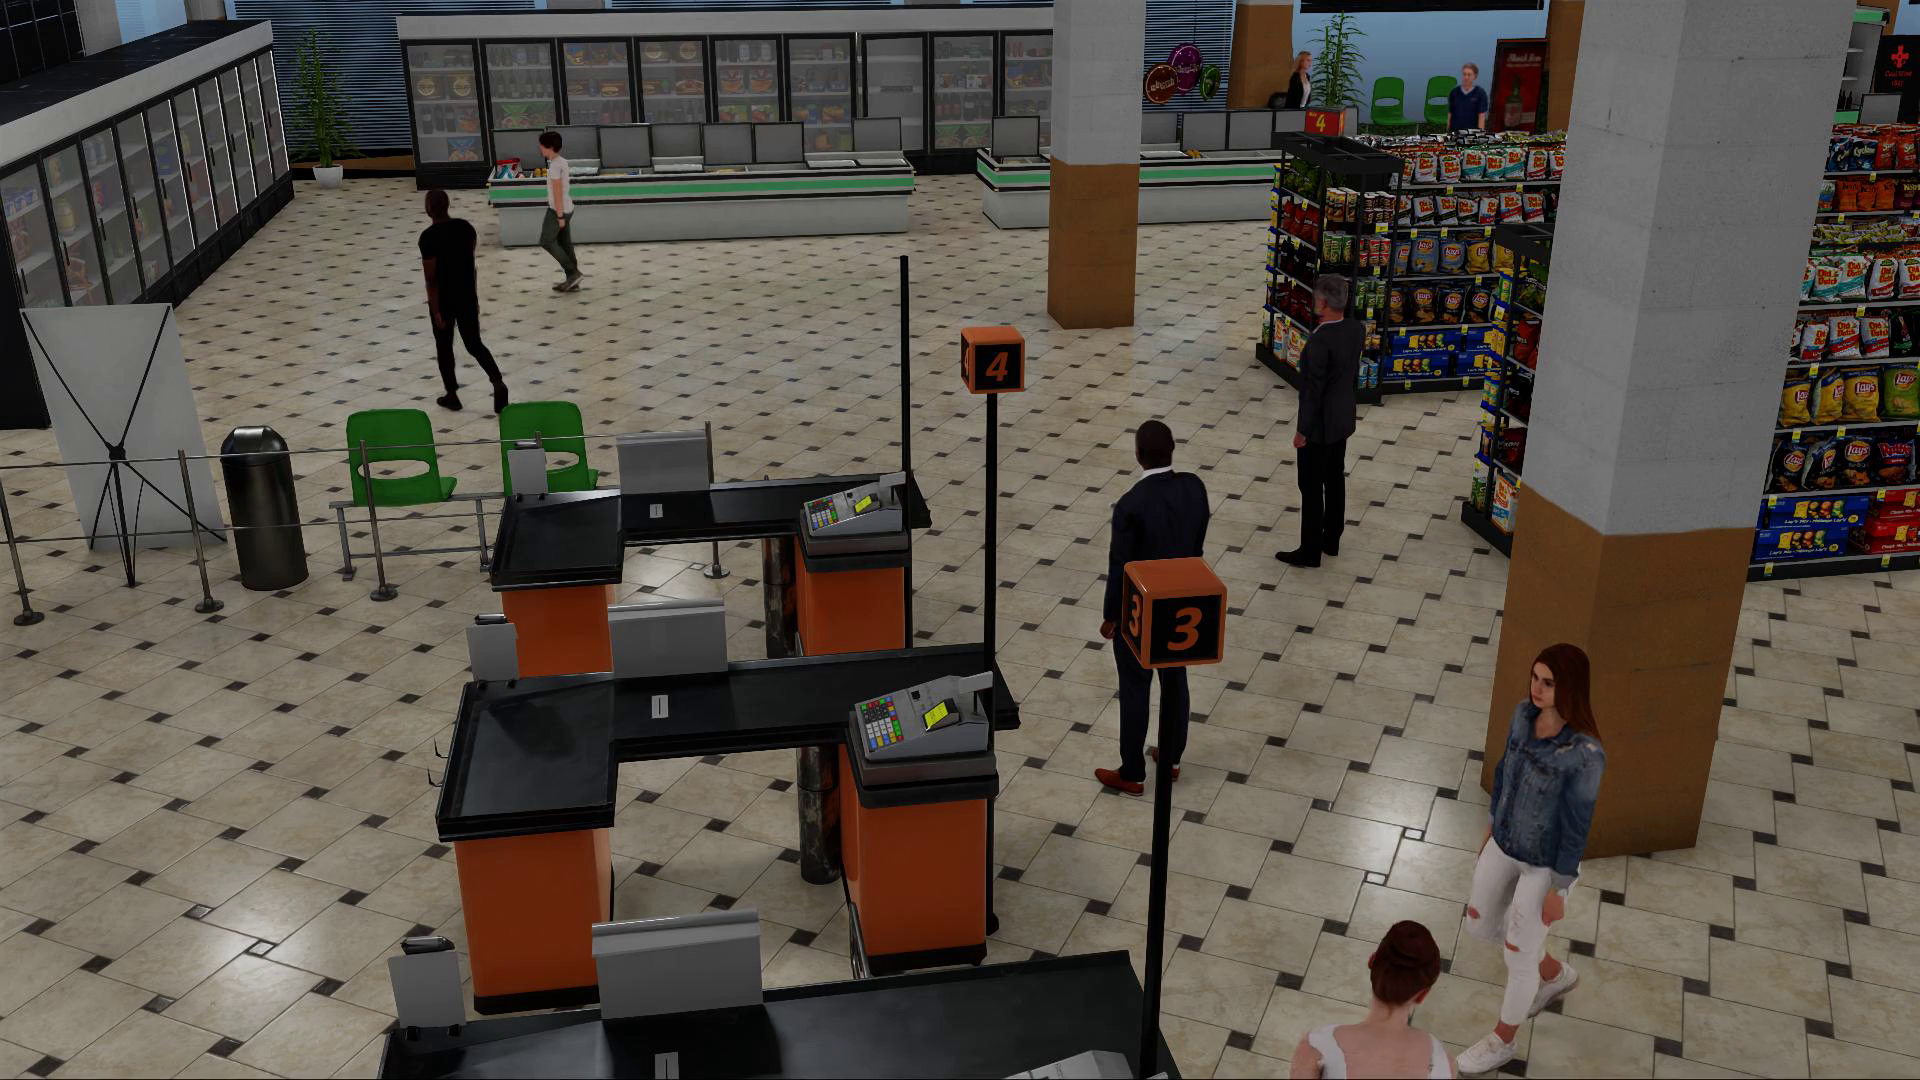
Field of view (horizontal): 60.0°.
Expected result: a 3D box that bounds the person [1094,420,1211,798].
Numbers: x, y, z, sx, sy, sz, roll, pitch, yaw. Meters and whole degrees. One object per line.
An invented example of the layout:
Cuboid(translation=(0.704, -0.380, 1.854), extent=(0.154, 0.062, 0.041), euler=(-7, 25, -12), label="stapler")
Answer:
Cuboid(translation=(0.896, 0.318, 7.694), extent=(0.675, 1.825, 0.830), euler=(-12, 25, -28), label="person")

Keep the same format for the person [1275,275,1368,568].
Cuboid(translation=(2.259, -0.741, 10.316), extent=(0.871, 1.836, 0.778), euler=(18, 28, 38), label="person")

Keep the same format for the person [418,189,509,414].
Cuboid(translation=(-3.917, -1.837, 13.105), extent=(1.141, 1.791, 1.155), euler=(19, 28, 38), label="person")

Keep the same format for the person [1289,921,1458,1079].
Cuboid(translation=(0.932, 1.789, 4.133), extent=(0.986, 1.751, 0.910), euler=(1, 22, 2), label="person")

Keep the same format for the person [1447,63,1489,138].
Cuboid(translation=(6.438, -5.111, 21.192), extent=(1.141, 1.836, 1.176), euler=(13, 25, 29), label="person")

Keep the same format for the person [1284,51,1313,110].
Cuboid(translation=(4.589, -5.885, 23.207), extent=(1.017, 1.769, 1.009), euler=(-19, 29, -39), label="person")

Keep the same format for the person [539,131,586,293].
Cuboid(translation=(-4.029, -3.360, 17.093), extent=(0.681, 1.643, 0.608), euler=(-1, 22, -1), label="person")

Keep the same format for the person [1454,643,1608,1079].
Cuboid(translation=(2.082, 1.116, 5.886), extent=(0.862, 1.693, 0.698), euler=(-7, 23, -18), label="person")
